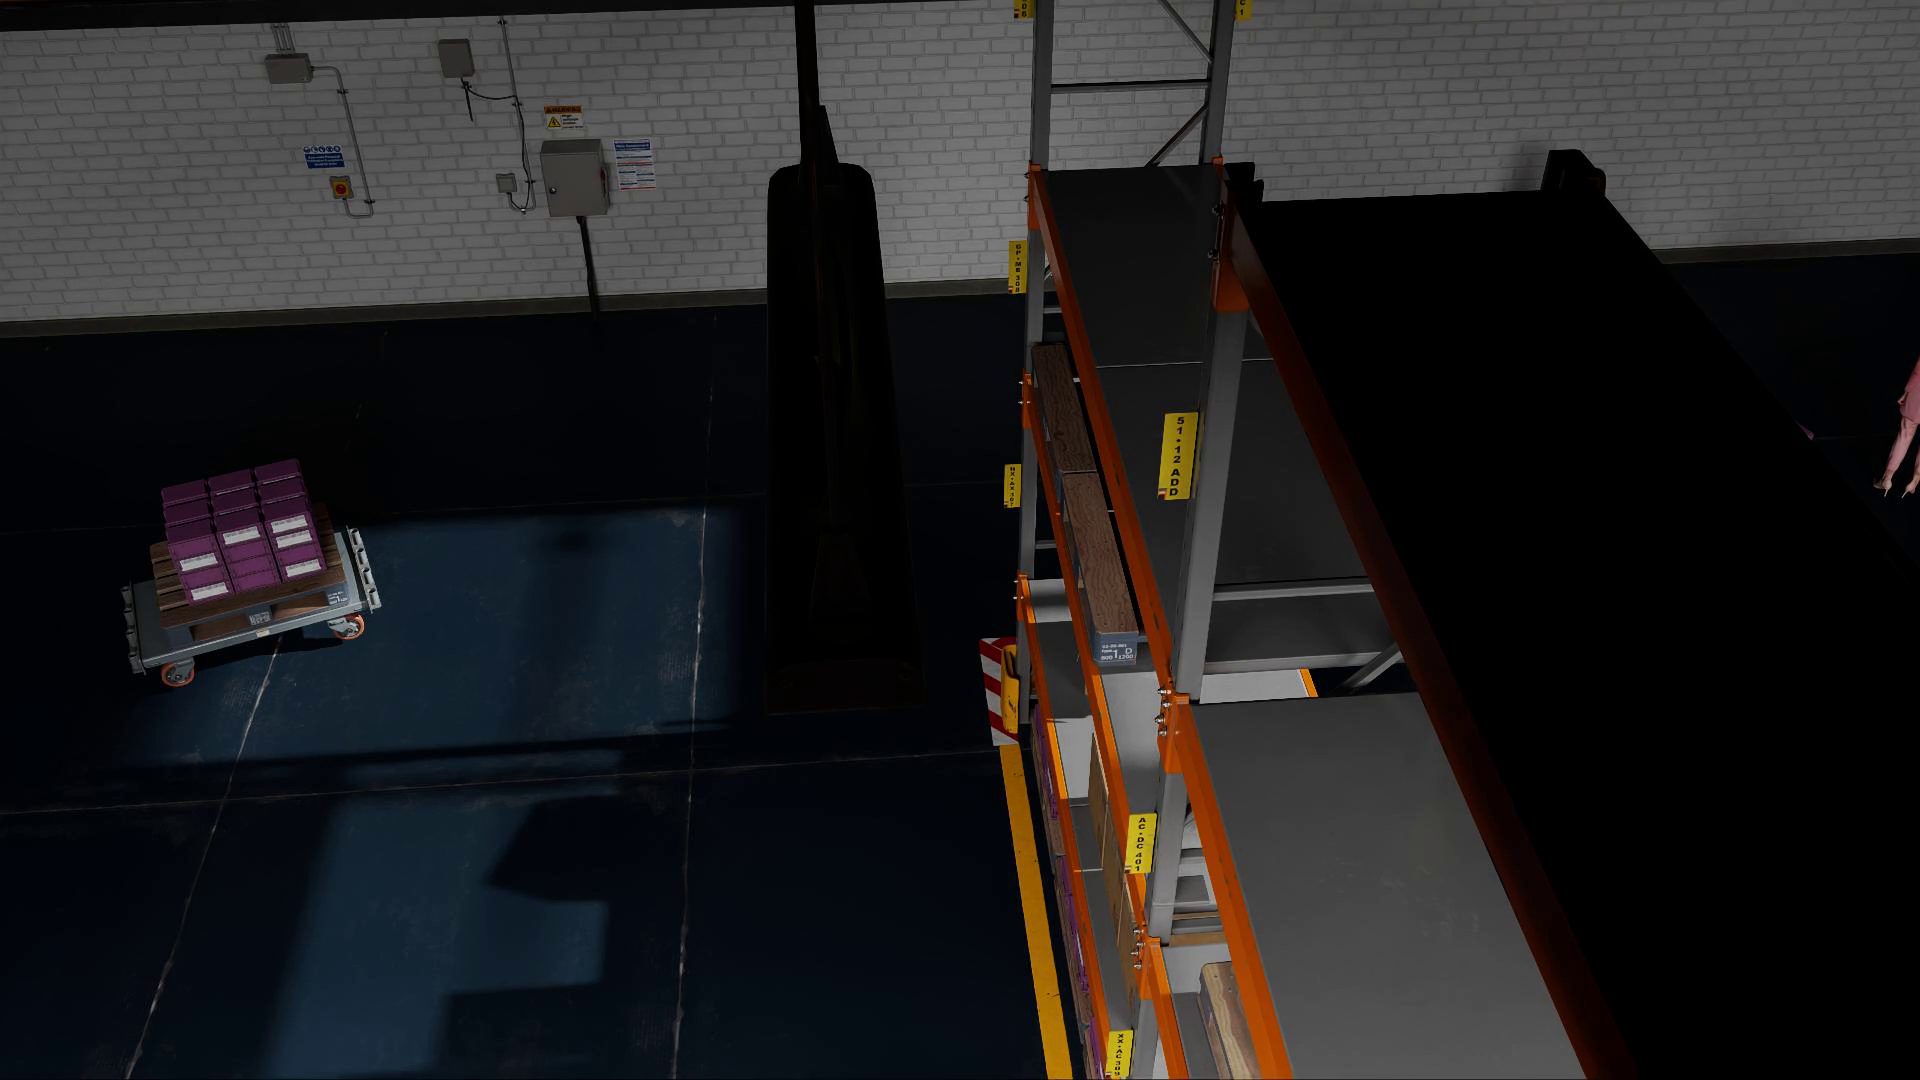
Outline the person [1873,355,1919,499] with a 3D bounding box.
[{"bbox_3d":[7.481,-1.100,12.783,0.685,1.802,0.649,11,40,13],"label":"person"}]
